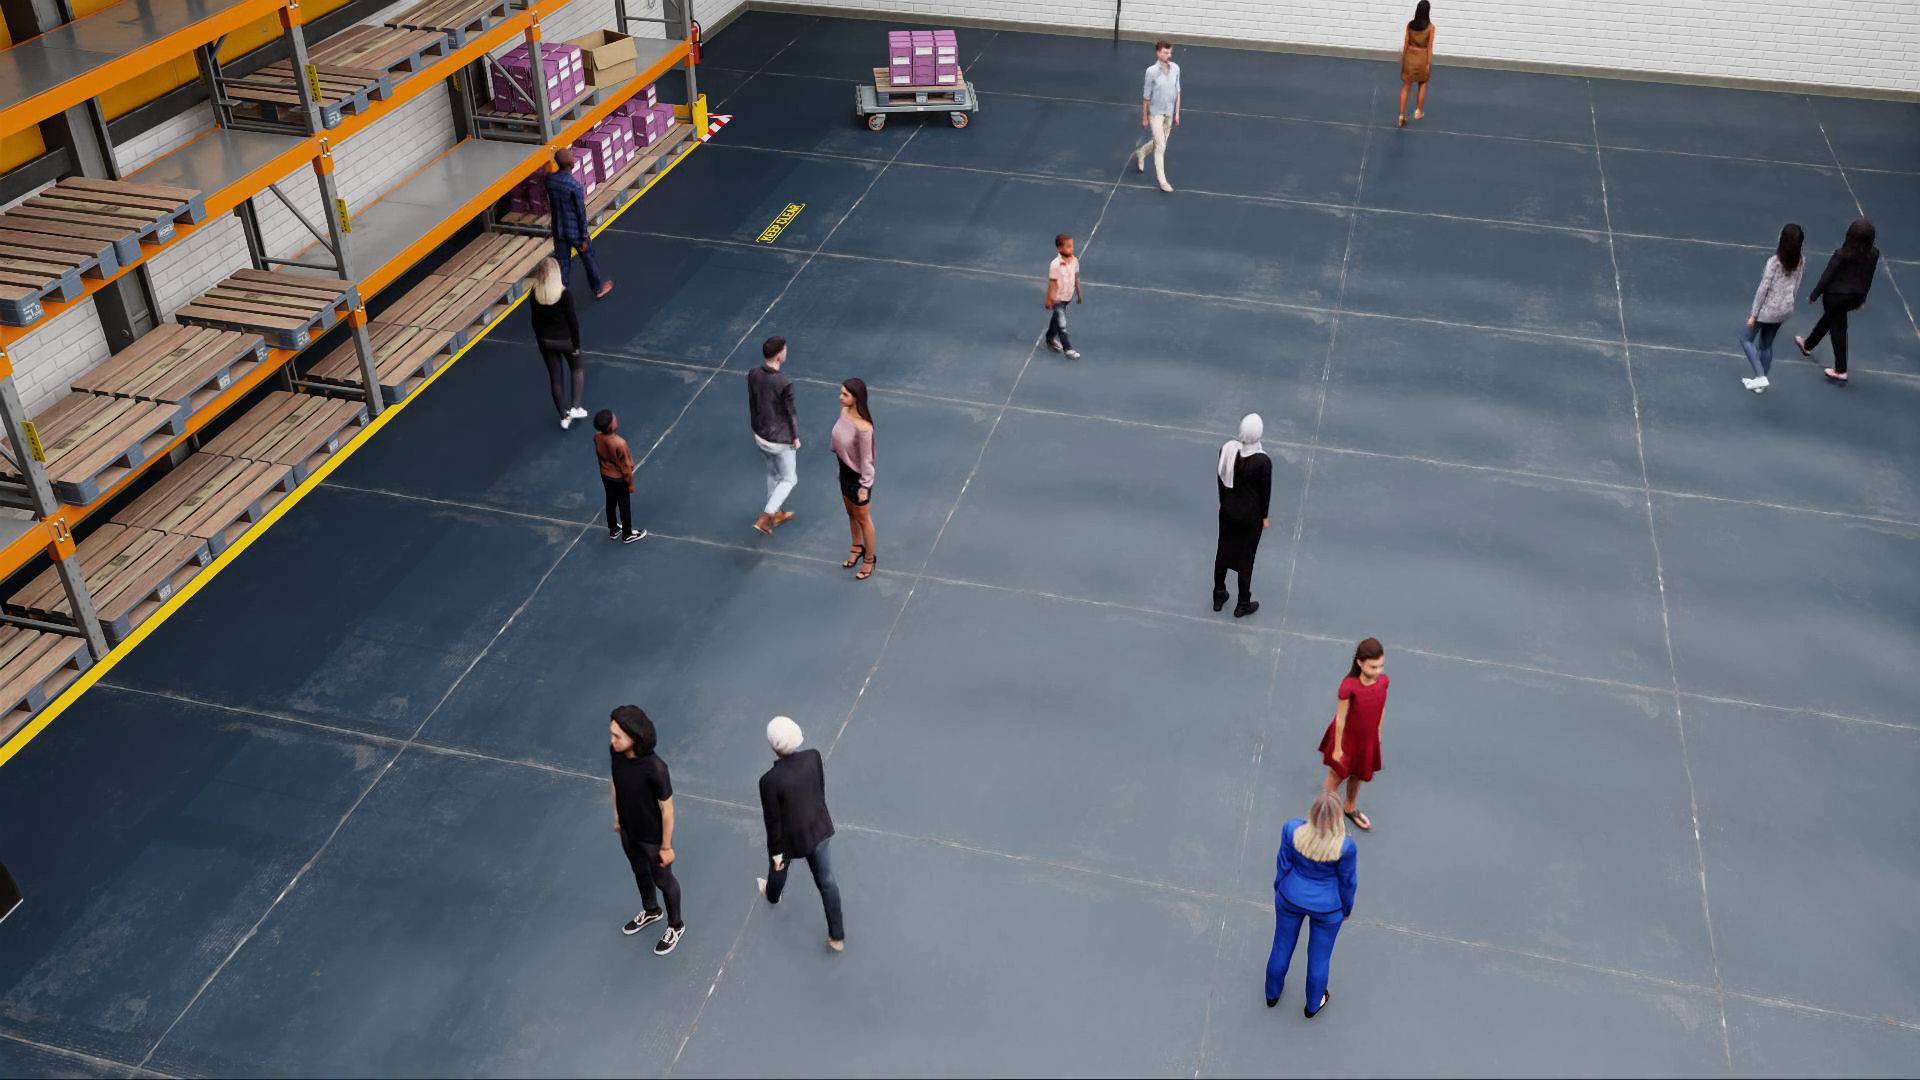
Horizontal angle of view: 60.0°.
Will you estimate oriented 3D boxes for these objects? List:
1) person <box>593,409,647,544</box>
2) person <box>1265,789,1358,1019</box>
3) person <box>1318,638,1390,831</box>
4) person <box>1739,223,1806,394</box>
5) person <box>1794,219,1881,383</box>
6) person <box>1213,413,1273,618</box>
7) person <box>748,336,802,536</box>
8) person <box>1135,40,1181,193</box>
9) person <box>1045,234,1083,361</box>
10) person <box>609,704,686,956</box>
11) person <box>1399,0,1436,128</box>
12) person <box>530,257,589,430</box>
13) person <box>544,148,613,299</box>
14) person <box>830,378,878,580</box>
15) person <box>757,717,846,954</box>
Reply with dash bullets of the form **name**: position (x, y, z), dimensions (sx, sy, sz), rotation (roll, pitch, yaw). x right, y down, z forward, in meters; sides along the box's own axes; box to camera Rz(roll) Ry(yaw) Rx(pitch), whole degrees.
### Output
- **person**: position (-2.902, -0.546, 13.980), dimensions (0.584, 1.254, 0.585), rotation (22, 39, 29)
- **person**: position (2.021, 2.095, 9.604), dimensions (0.660, 1.700, 0.608), rotation (15, 36, 21)
- **person**: position (2.606, 1.275, 10.969), dimensions (0.680, 1.553, 0.740), rotation (-13, 36, -19)
- **person**: position (7.857, -2.170, 16.006), dimensions (0.823, 1.715, 0.872), rotation (-8, 34, -12)
- **person**: position (8.732, -2.329, 16.372), dimensions (1.021, 1.575, 1.200), rotation (-9, 35, -14)
- **person**: position (2.192, -0.188, 12.967), dimensions (0.672, 1.779, 0.655), rotation (23, 40, 30)
- **person**: position (-1.598, -0.818, 13.880), dimensions (0.844, 1.817, 0.958), rotation (19, 38, 26)
- **person**: position (2.442, -5.302, 20.621), dimensions (1.134, 1.823, 1.189), rotation (-18, 38, -25)
- **person**: position (0.985, -2.504, 16.899), dimensions (0.840, 1.284, 0.844), rotation (-25, 41, -32)
- **person**: position (-1.900, 1.714, 10.054), dimensions (0.712, 1.835, 0.676), rotation (24, 40, 32)
- **person**: position (6.101, -6.381, 22.385), dimensions (0.731, 1.668, 0.875), rotation (20, 39, 28)
- **person**: position (-3.770, -1.783, 15.461), dimensions (0.674, 1.675, 0.643), rotation (1, 34, 2)
- **person**: position (-4.157, -3.208, 17.514), dimensions (0.732, 1.776, 1.171), rotation (12, 36, 18)
- **person**: position (-0.829, -0.499, 13.406), dimensions (0.743, 1.811, 0.685), rotation (-18, 38, -25)
- **person**: position (-0.888, 1.847, 10.121), dimensions (1.196, 1.761, 1.144), rotation (-20, 38, -27)
